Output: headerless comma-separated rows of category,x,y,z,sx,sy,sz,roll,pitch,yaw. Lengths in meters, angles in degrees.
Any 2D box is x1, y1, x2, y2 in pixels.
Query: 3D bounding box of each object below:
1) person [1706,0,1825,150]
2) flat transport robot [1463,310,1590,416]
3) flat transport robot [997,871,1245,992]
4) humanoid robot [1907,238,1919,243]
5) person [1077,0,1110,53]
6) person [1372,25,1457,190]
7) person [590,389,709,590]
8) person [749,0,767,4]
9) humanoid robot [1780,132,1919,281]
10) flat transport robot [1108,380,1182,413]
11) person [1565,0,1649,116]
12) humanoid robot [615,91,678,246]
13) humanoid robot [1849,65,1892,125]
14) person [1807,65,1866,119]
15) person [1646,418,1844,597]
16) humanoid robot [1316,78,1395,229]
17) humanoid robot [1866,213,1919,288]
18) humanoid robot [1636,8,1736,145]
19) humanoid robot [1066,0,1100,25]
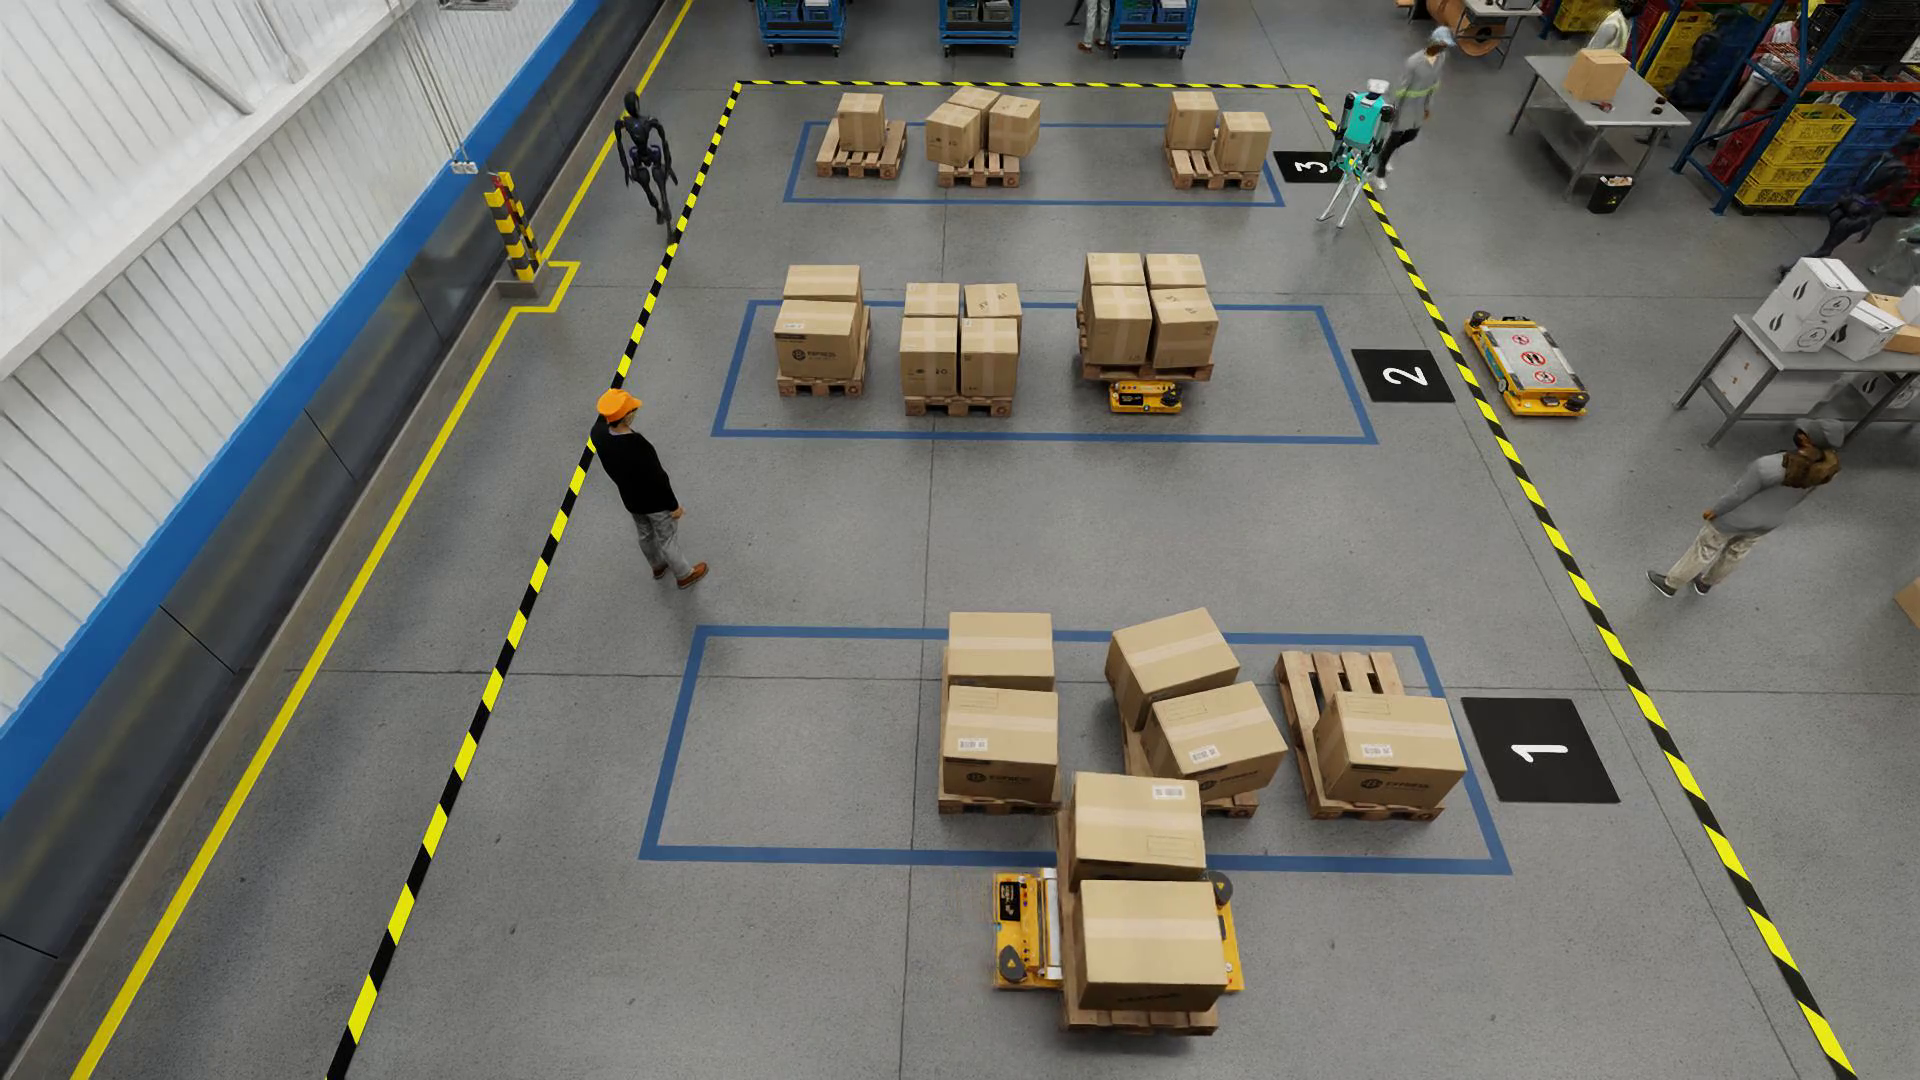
person,10.181,-5.818,11.534,0.598,1.831,0.404,16,51,13
flat transport robot,5.573,-1.757,9.054,0.659,0.231,1.431,1,49,1
flat transport robot,0.941,2.328,5.500,1.431,0.197,0.652,1,49,1
humanoid robot,11.081,-3.892,9.960,0.315,1.657,0.599,13,50,11
person,2.067,-8.309,13.621,0.628,1.940,0.373,-20,52,-16
person,5.369,-5.211,11.016,0.635,1.832,0.504,-23,53,-19
person,-2.307,-0.340,6.763,0.584,1.879,0.377,23,53,19
person,-3.394,-9.826,14.926,0.596,1.958,0.370,3,49,3
humanoid robot,9.331,-3.477,9.626,0.671,1.638,0.608,-1,49,-1
flat transport robot,1.773,-1.807,9.079,0.652,0.197,1.431,1,49,1
person,8.160,-6.039,11.730,0.462,1.823,0.645,35,58,26
humanoid robot,-3.496,-4.183,10.253,0.586,1.625,0.795,-8,50,-7
humanoid robot,11.244,-5.412,11.204,0.530,1.731,0.730,-28,55,-22
person,11.243,-5.854,11.532,0.356,1.884,0.574,4,49,4
person,5.782,-0.191,6.705,0.571,1.769,0.397,-1,49,-1
humanoid robot,4.487,-4.355,10.243,0.533,1.677,0.735,35,57,26
humanoid robot,10.355,-3.444,9.566,0.812,1.819,0.531,14,51,12
humanoid robot,9.251,-5.873,11.681,0.593,1.654,0.339,-33,57,-25
humanoid robot,2.113,-8.967,14.396,0.777,1.626,0.607,-11,50,-9
